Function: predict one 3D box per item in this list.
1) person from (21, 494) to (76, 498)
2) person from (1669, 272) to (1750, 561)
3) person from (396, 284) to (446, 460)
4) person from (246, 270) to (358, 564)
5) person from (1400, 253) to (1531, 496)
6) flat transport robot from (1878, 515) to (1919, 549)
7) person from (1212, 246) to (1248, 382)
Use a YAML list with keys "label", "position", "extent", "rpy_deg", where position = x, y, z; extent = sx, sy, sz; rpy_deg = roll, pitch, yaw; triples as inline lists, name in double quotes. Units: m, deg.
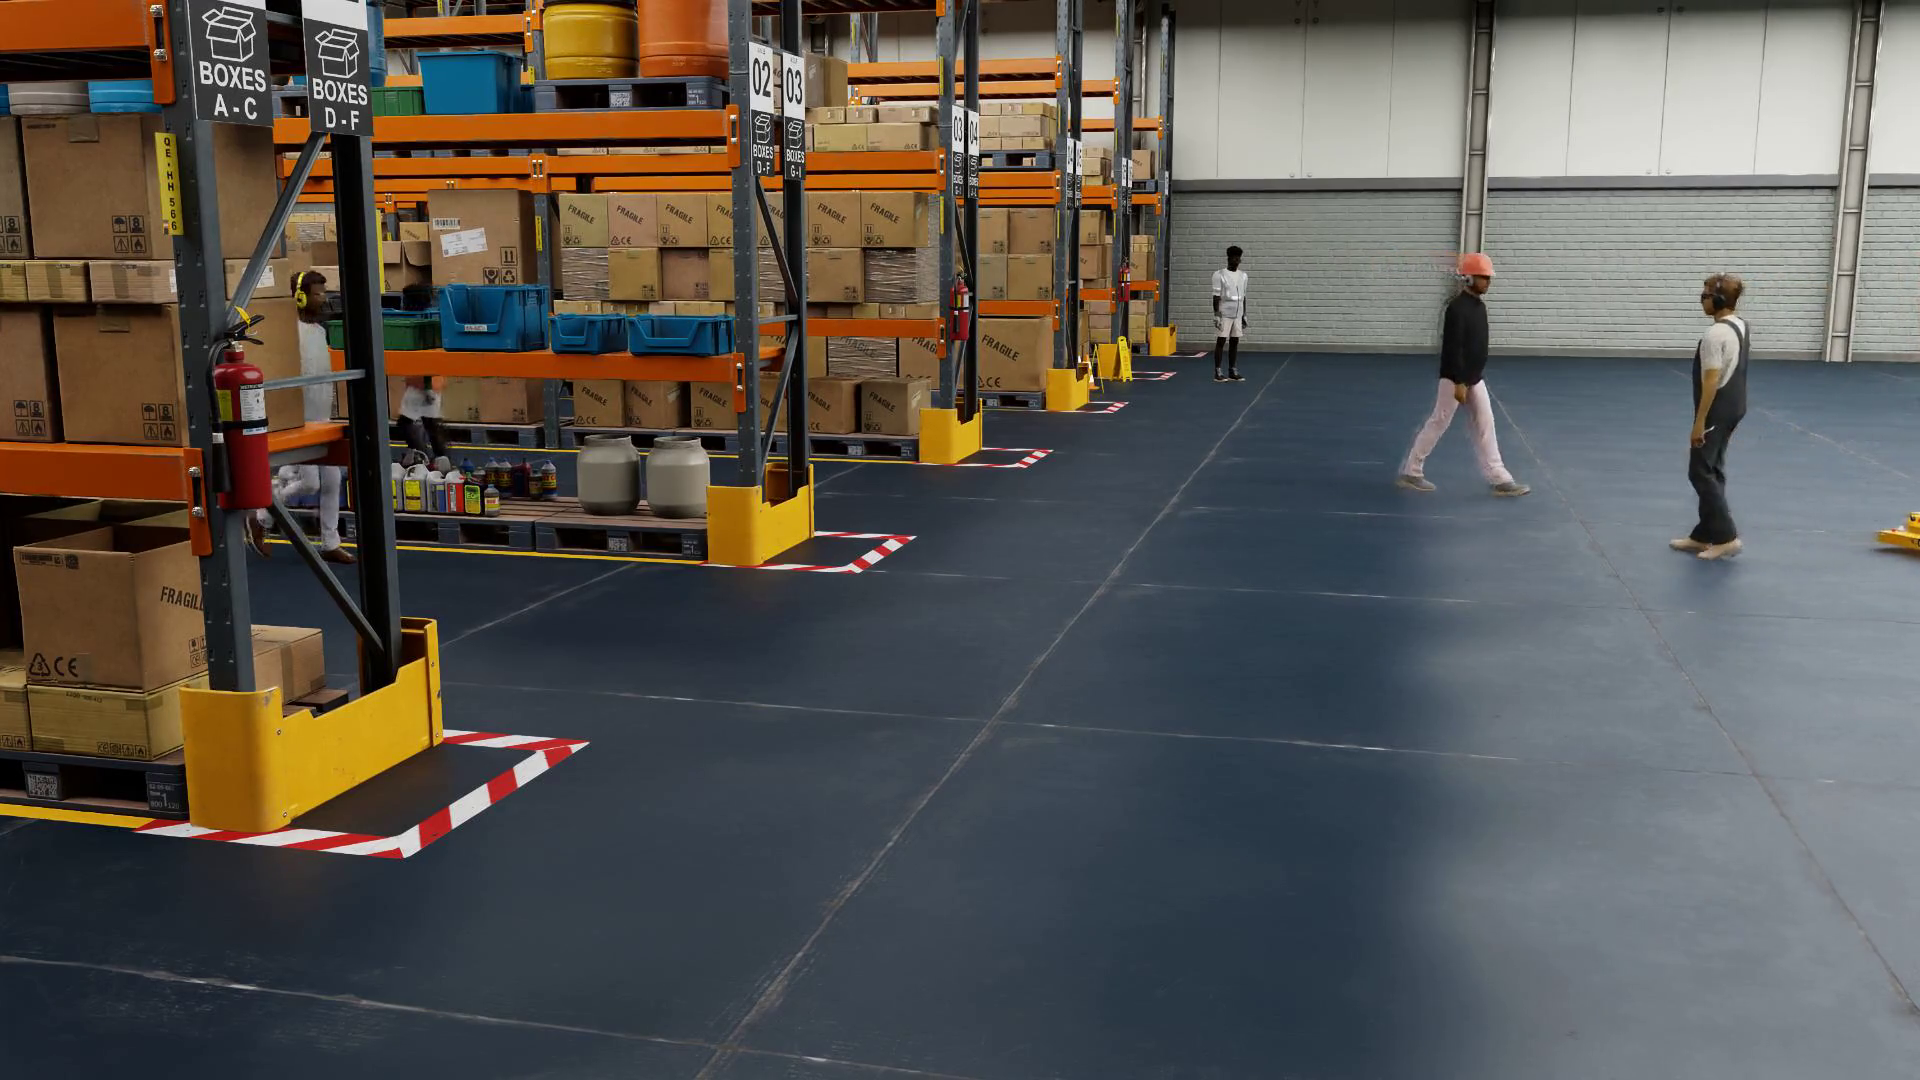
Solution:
- label: "person"
  position: [-5.597, -0.682, 9.945]
  extent: [0.962, 1.876, 0.614]
  rpy_deg: [1, 10, 8]
- label: "person"
  position: [4.853, -0.791, 10.691]
  extent: [0.530, 1.846, 0.451]
  rpy_deg: [-10, 14, -44]
- label: "person"
  position: [-4.495, -1.265, 13.747]
  extent: [0.502, 1.681, 0.539]
  rpy_deg: [-2, 10, -10]
- label: "person"
  position: [-4.135, -0.750, 10.398]
  extent: [0.638, 1.860, 0.513]
  rpy_deg: [2, 10, 10]
- label: "person"
  position: [4.038, -1.315, 13.315]
  extent: [1.046, 1.939, 0.652]
  rpy_deg: [9, 13, 40]
- label: "flat transport robot"
  position: [6.898, -0.066, 11.006]
  extent: [1.431, 0.197, 0.652]
  rpy_deg: [-4, 11, -20]
- label: "person"
  position: [3.909, -3.263, 24.038]
  extent: [0.603, 1.961, 0.368]
  rpy_deg: [-6, 12, -29]
